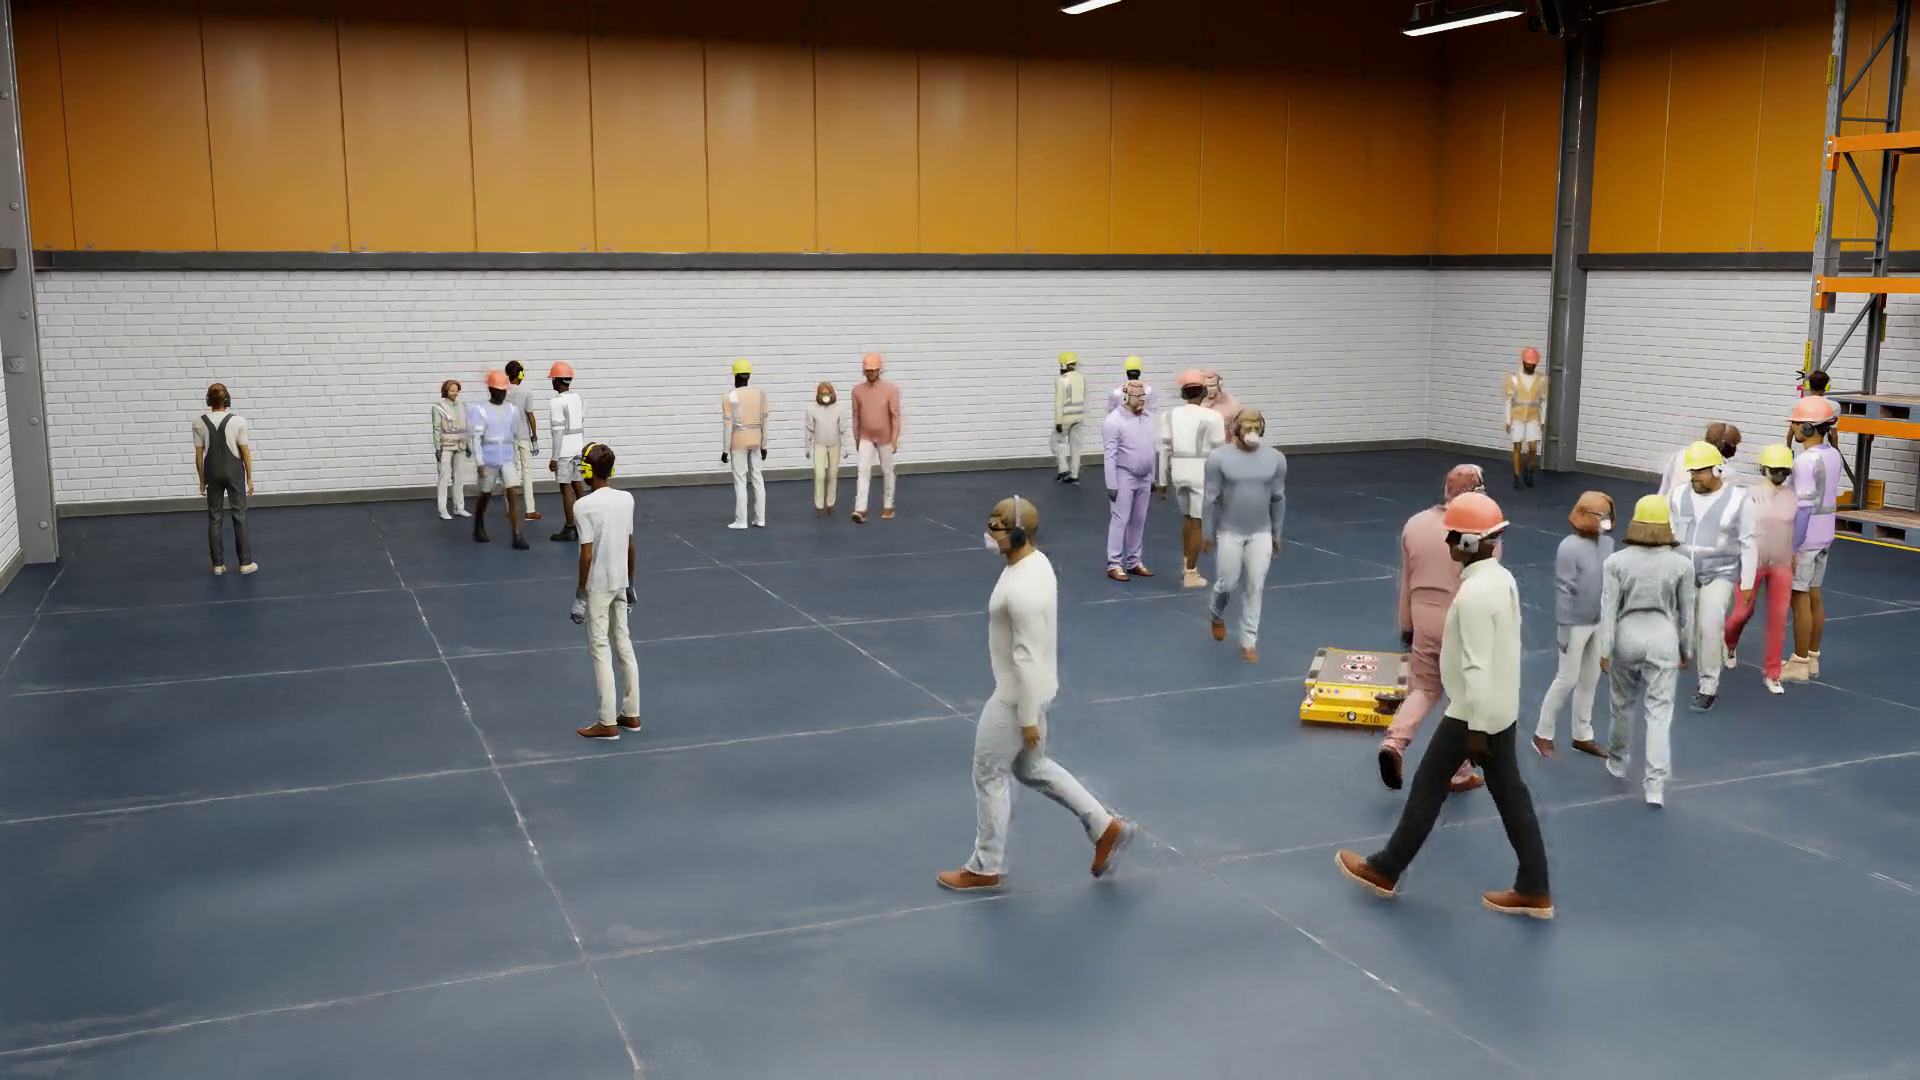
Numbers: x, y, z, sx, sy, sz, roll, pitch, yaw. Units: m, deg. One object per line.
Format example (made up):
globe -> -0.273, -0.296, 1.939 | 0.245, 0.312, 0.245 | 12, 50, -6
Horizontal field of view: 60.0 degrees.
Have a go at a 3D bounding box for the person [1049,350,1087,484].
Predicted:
person -> 1.461, -1.660, 22.576 | 0.611, 1.812, 0.458 | -9, 13, -42

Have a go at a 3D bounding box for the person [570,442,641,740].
person -> -2.233, 0.318, 10.434 | 0.311, 1.869, 0.530 | 6, 11, 31

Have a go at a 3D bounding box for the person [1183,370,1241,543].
person -> 2.624, -0.856, 17.552 | 0.679, 1.858, 0.913 | 3, 10, 16

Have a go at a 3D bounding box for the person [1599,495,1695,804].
person -> 3.840, 0.588, 9.317 | 0.497, 1.697, 0.876 | 3, 10, 20

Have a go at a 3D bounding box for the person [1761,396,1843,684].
person -> 5.998, 0.000, 11.835 | 0.374, 2.043, 0.613 | 9, 13, 44

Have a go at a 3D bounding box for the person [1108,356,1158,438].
person -> 2.070, -1.262, 19.983 | 0.592, 1.888, 0.947 | 0, 9, 1

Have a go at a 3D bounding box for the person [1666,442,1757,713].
person -> 4.956, 0.242, 11.131 | 0.771, 1.786, 0.602 | -8, 12, -41

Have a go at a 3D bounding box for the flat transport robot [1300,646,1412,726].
flat transport robot -> 2.709, 0.974, 11.291 | 0.652, 0.197, 1.431 | 3, 10, 17

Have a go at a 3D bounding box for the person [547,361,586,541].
person -> -4.248, -0.951, 17.910 | 0.366, 1.939, 0.542 | 4, 10, 21

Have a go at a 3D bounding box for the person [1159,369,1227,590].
person -> 2.178, -0.554, 15.287 | 0.677, 2.010, 0.579 | 8, 12, 39

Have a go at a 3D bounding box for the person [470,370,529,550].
person -> -4.904, -0.858, 17.537 | 0.565, 1.884, 1.022 | -6, 11, -34

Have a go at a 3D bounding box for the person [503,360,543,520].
person -> -5.151, -1.155, 19.371 | 0.512, 1.868, 0.329 | 1, 9, 8

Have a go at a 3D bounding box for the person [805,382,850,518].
person -> -1.554, -1.059, 19.606 | 0.505, 1.595, 0.752 | -2, 10, -10

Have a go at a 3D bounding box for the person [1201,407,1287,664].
person -> 2.123, -0.058, 12.554 | 0.634, 1.926, 0.648 | -1, 9, -4

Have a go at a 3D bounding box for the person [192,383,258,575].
person -> -7.050, -0.580, 15.951 | 0.508, 1.846, 0.345 | -2, 10, -11

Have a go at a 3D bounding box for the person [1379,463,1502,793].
person -> 2.662, 0.516, 9.220 | 0.710, 1.878, 0.660 | -7, 12, -38

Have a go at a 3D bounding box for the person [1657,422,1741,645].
person -> 5.663, -0.009, 12.696 | 0.767, 1.790, 0.691 | -2, 10, -12

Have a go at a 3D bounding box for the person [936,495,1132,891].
person -> 0.354, 0.731, 7.822 | 0.857, 1.914, 0.633 | 1, 9, 8

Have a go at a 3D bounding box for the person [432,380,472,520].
person -> -5.952, -1.061, 19.491 | 0.311, 1.636, 0.523 | 6, 11, 31

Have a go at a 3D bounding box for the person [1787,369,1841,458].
person -> 9.103, -0.890, 17.793 | 0.516, 1.864, 0.322 | 6, 11, 31

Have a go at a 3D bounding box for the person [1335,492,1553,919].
person -> 2.290, 0.746, 7.627 | 1.014, 1.937, 0.657 | 6, 11, 33

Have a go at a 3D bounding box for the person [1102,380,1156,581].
person -> 1.628, -0.565, 15.710 | 0.652, 1.900, 0.394 | -8, 12, -40

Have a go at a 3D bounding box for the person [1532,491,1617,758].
person -> 3.743, 0.513, 9.998 | 0.509, 1.639, 0.304 | -6, 11, -33

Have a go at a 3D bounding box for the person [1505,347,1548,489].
person -> 7.472, -1.604, 21.989 | 0.553, 1.905, 0.499 | 2, 10, 11

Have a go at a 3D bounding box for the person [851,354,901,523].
person -> -0.985, -1.170, 19.211 | 0.630, 1.940, 1.030 | 2, 10, 13

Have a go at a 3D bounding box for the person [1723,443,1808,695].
person -> 5.679, 0.160, 11.775 | 0.532, 1.744, 0.763 | 2, 10, 11

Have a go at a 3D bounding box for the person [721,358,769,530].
person -> -2.430, -1.076, 18.704 | 0.594, 1.924, 0.382 | -8, 12, -39
